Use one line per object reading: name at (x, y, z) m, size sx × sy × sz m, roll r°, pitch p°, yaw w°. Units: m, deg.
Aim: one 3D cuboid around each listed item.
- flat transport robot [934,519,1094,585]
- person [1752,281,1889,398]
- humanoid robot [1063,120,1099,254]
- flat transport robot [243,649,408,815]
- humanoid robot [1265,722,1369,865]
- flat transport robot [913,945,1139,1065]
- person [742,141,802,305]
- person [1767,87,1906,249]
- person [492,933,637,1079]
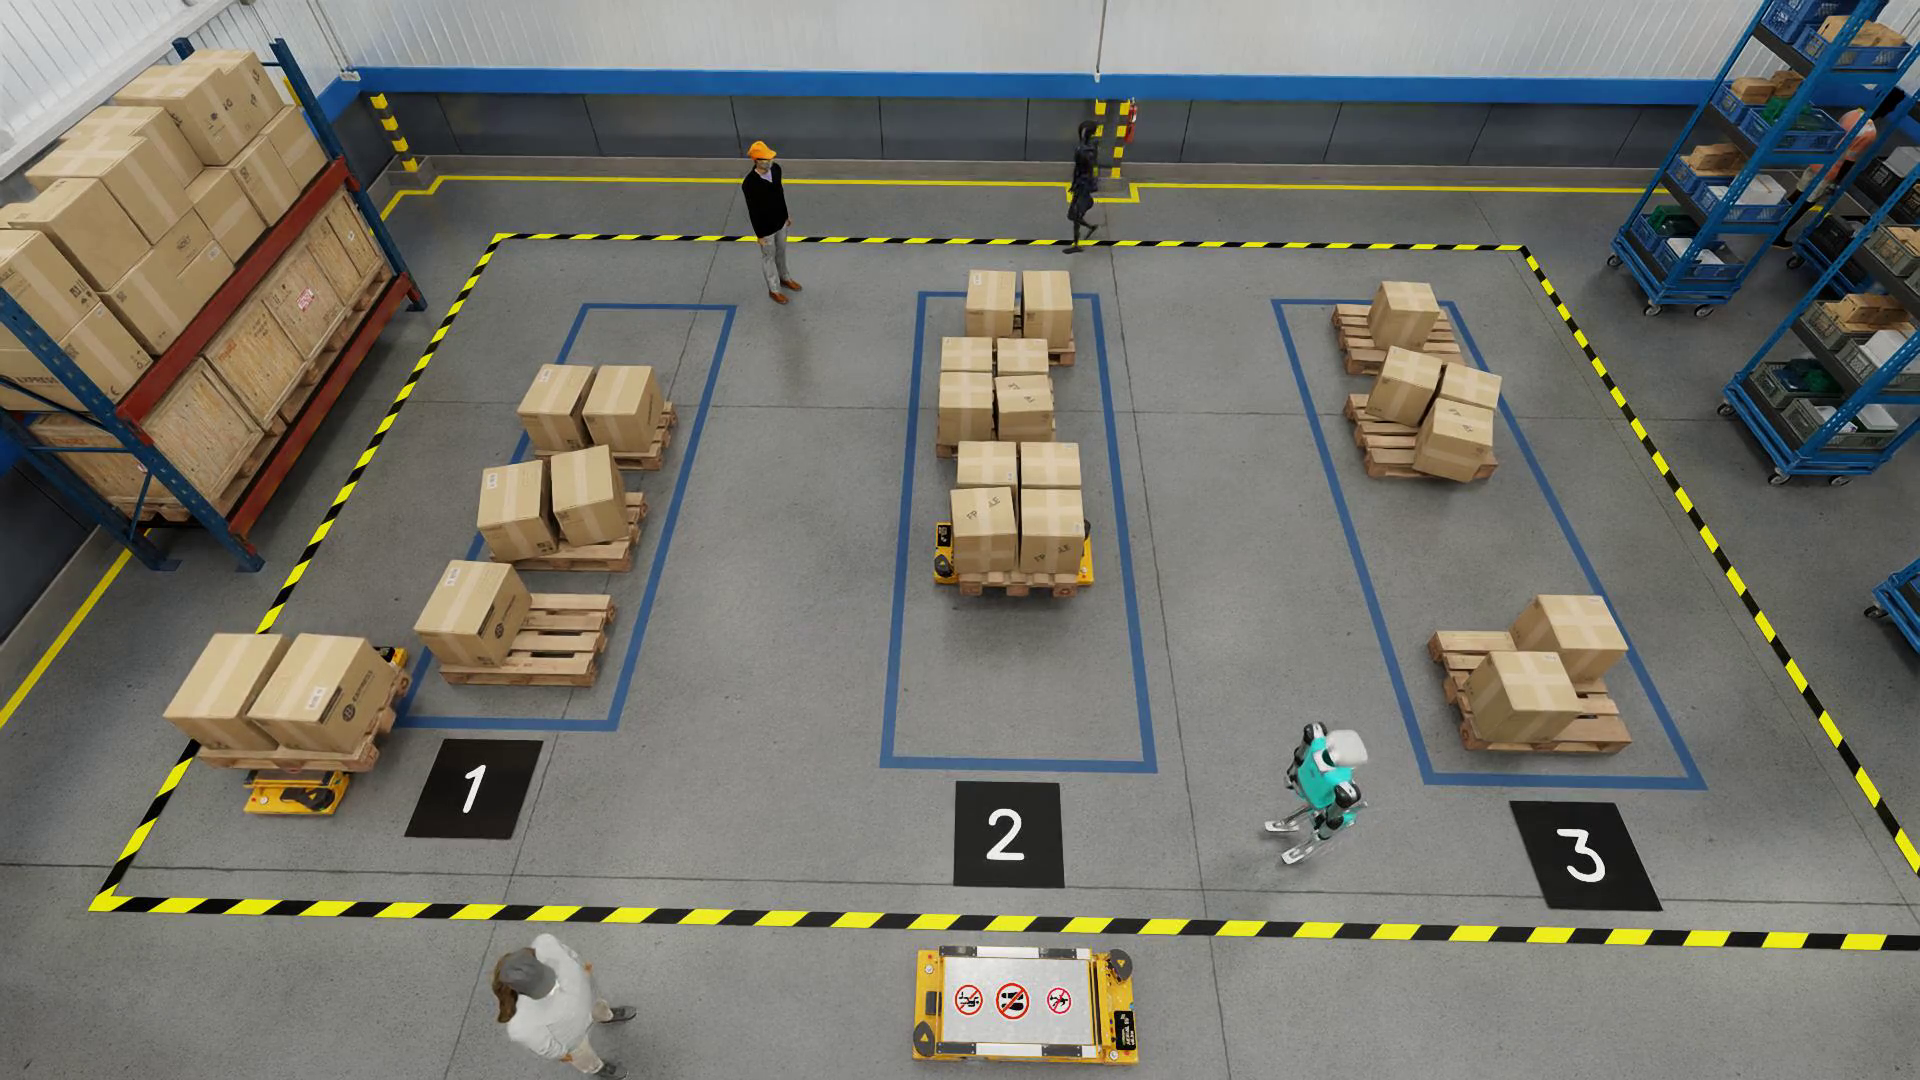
flat transport robot at (0.490, 0.087, 8.397) m, size 1.431 × 0.197 × 0.652 m, roll 1°, pitch 51°, yaw 1°
person at (9.027, -2.224, 9.245) m, size 0.659 × 1.888 × 0.925 m, roll -35°, pitch 59°, yaw -25°
humanoid robot at (1.523, -4.215, 11.017) m, size 0.437 × 1.646 × 0.609 m, roll -8°, pitch 51°, yaw -6°
flat transport robot at (-5.030, 1.457, 7.280) m, size 0.652 × 0.197 × 1.431 m, roll 1°, pitch 51°, yaw 1°
humanoid robot at (2.501, 1.679, 6.082) m, size 0.735 × 1.677 × 0.533 m, roll -11°, pitch 52°, yaw -9°
flat transport robot at (0.422, 3.041, 6.007) m, size 1.431 × 0.231 × 0.659 m, roll 1°, pitch 51°, yaw 1°
person at (-2.130, -3.581, 10.364) m, size 0.361 × 1.884 × 0.585 m, roll 23°, pitch 55°, yaw 18°
person at (10.473, -4.467, 11.042) m, size 0.369 × 1.958 × 0.596 m, roll 7°, pitch 51°, yaw 6°
person at (-2.278, 2.714, 5.306) m, size 0.400 × 1.765 × 0.571 m, roll -1°, pitch 51°, yaw -1°
